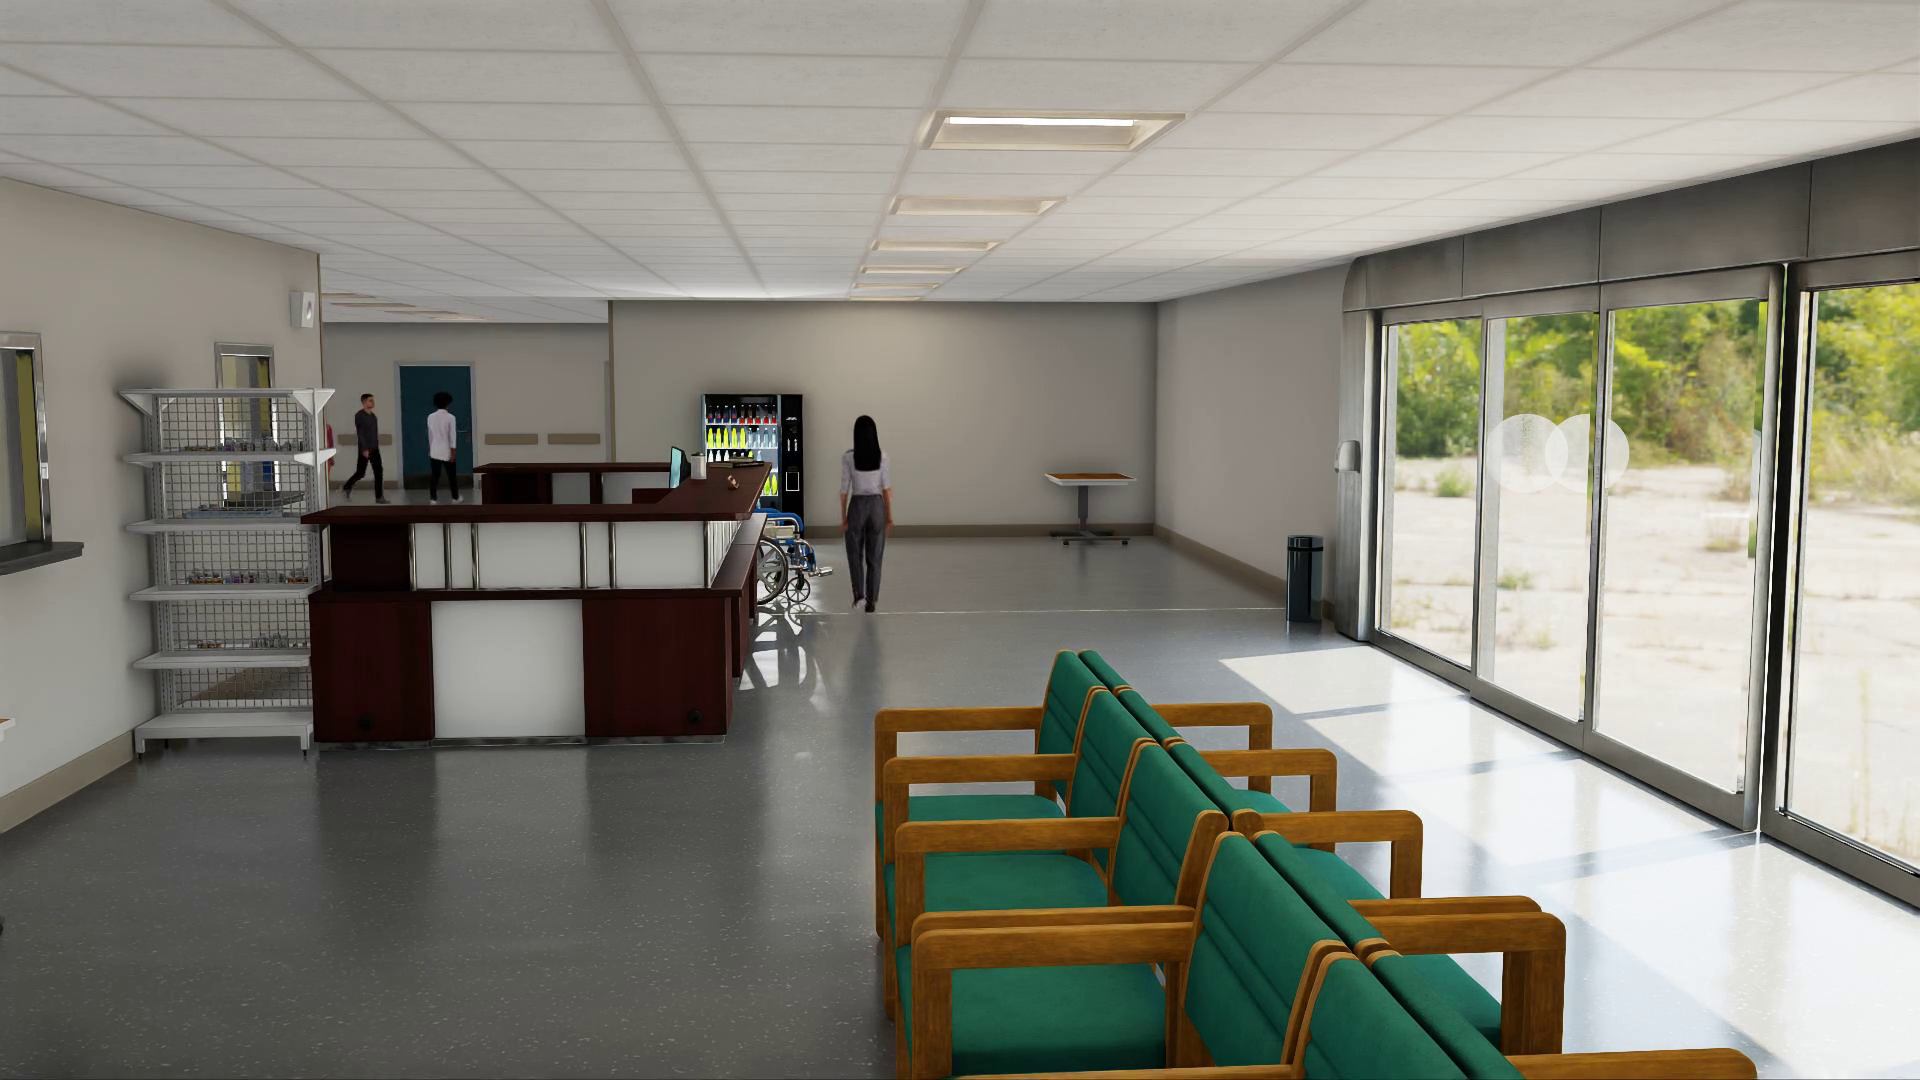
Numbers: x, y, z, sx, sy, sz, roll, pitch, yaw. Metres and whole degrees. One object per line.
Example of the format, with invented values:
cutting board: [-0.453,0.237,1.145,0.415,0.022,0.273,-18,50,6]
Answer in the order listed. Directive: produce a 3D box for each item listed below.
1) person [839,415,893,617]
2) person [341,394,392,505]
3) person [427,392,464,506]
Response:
person: [-0.798,-0.199,14.272,0.524,1.722,0.667,0,6,-4]
person: [-9.460,-1.420,26.345,1.176,1.735,0.923,2,6,21]
person: [-7.953,-1.341,25.401,1.105,1.766,0.794,0,6,3]
